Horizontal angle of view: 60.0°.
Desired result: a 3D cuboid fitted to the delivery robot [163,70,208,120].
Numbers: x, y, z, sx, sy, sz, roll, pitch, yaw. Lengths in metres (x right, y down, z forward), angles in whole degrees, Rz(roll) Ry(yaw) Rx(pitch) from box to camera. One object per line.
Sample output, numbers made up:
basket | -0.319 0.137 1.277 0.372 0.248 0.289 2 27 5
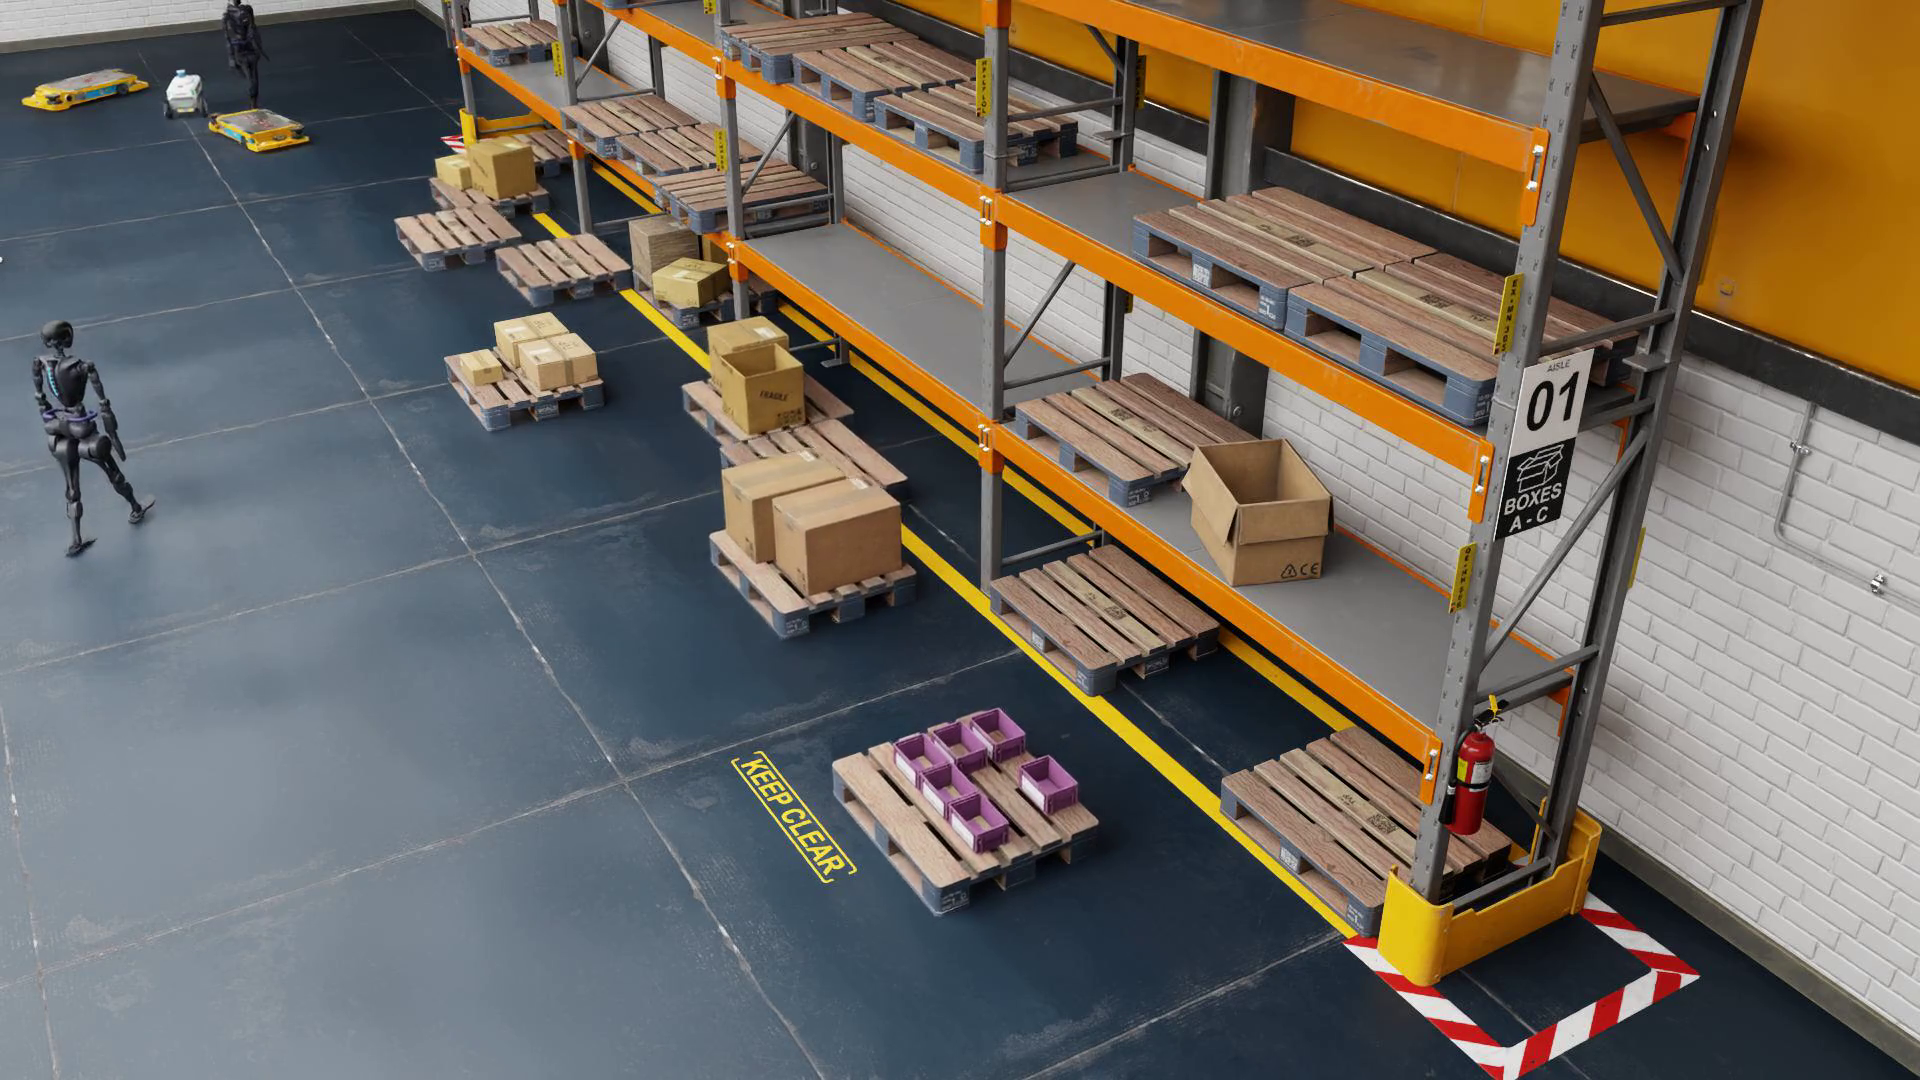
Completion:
delivery robot | -10.015 -5.752 21.509 0.499 0.606 0.796 -8 30 -13

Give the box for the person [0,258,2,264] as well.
person | -9.868 -3.478 16.316 0.465 1.706 0.368 -5 30 -9

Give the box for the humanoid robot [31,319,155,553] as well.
humanoid robot | -6.133 -0.762 11.590 0.589 1.628 0.764 5 30 9

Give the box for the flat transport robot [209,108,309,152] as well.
flat transport robot | -8.712 -5.096 20.629 0.659 0.231 1.431 -25 38 -37

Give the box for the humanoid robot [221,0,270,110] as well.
humanoid robot | -9.103 -6.232 21.219 0.338 1.645 0.611 12 32 19

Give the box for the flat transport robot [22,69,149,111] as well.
flat transport robot | -11.714 -6.031 22.279 0.659 0.231 1.431 16 33 25
